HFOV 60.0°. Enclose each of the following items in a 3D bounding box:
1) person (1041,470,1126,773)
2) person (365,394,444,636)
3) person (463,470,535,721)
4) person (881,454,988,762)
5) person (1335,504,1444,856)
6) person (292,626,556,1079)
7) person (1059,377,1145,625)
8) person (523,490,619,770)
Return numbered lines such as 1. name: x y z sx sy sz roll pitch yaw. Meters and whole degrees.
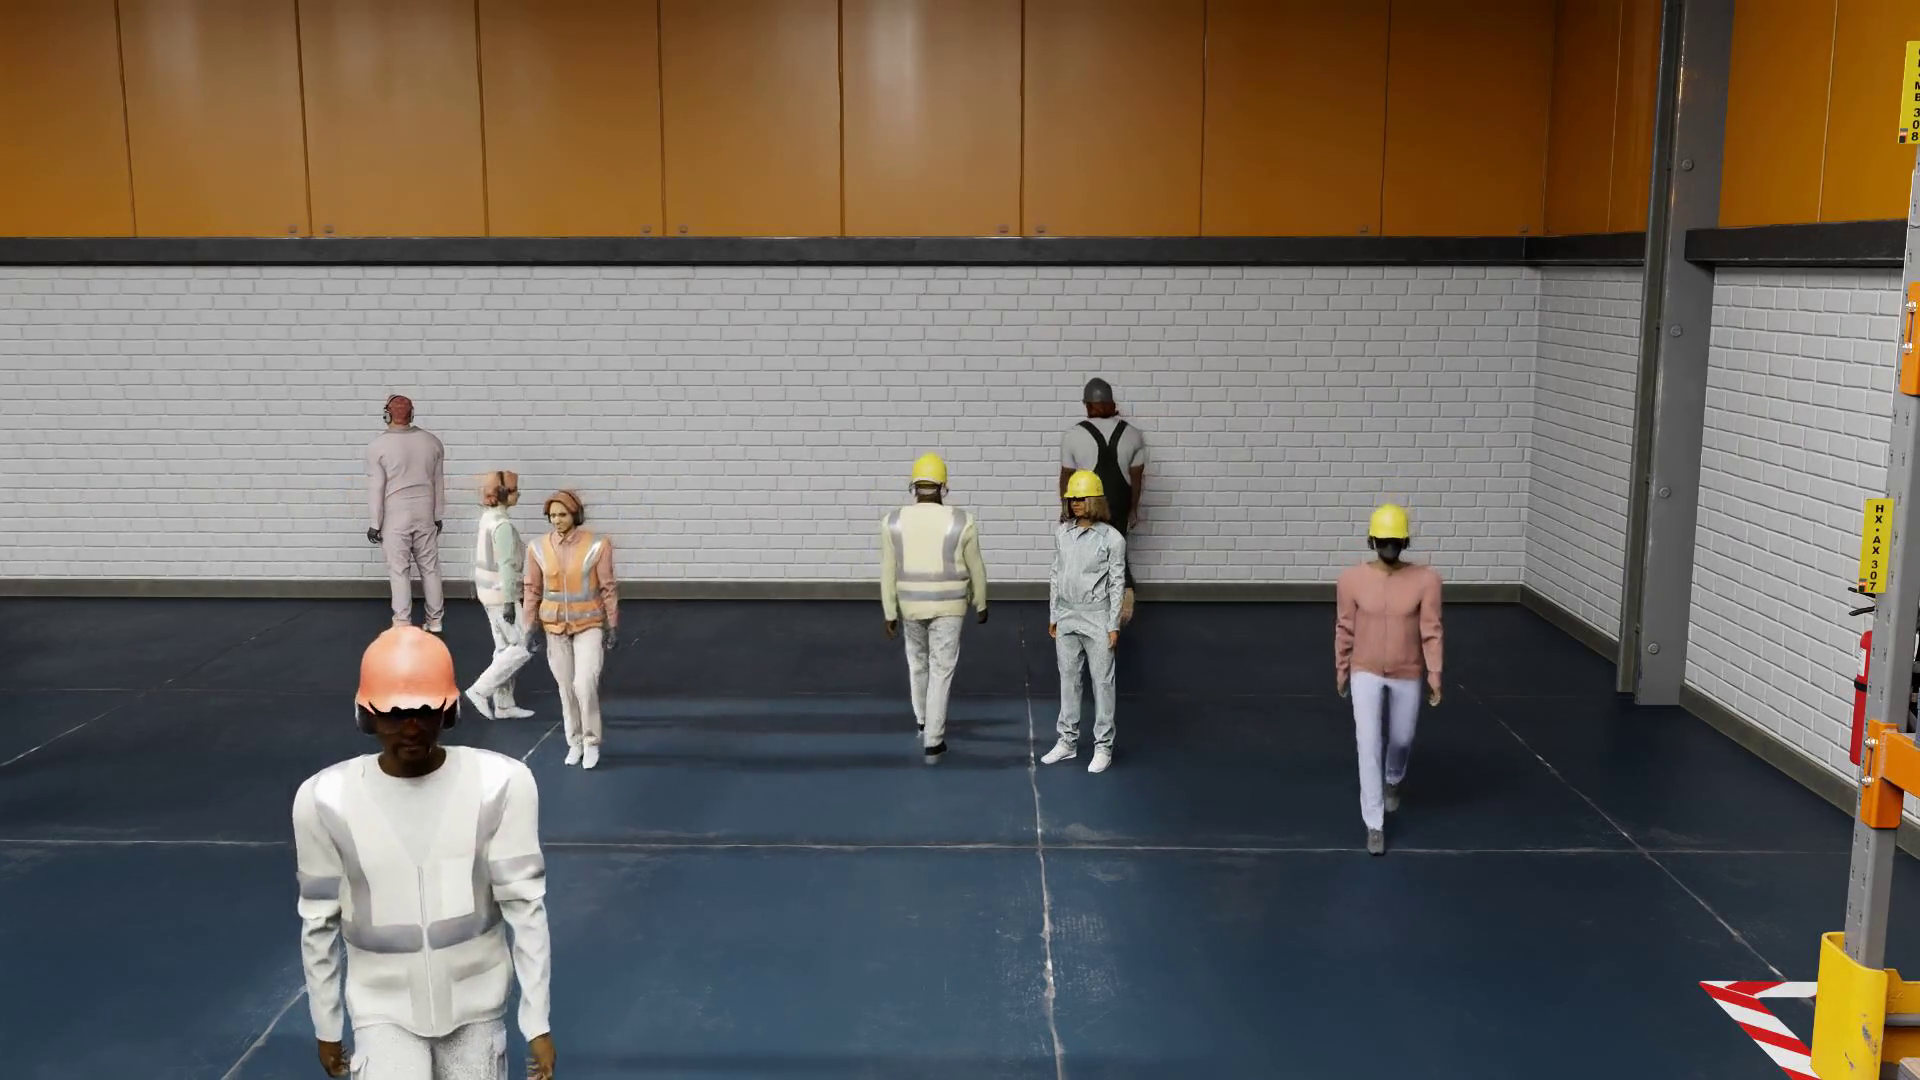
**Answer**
1. person: 0.714 0.464 9.584 0.484 1.744 0.296 7 12 36
2. person: -4.314 -0.174 12.915 0.399 1.909 0.642 9 13 42
3. person: -2.898 0.369 10.498 0.402 1.623 0.536 -4 10 -24
4. person: -0.132 0.376 9.967 0.596 1.794 0.797 3 10 16
5. person: 2.177 0.652 8.491 0.528 1.735 0.855 2 10 11
6. person: -1.341 1.227 4.211 0.609 2.018 0.740 -3 10 -19
7. person: 1.124 -0.300 13.272 0.692 2.000 0.726 -2 10 -14
8. person: -2.247 0.523 9.565 0.543 1.617 0.500 1 10 4
